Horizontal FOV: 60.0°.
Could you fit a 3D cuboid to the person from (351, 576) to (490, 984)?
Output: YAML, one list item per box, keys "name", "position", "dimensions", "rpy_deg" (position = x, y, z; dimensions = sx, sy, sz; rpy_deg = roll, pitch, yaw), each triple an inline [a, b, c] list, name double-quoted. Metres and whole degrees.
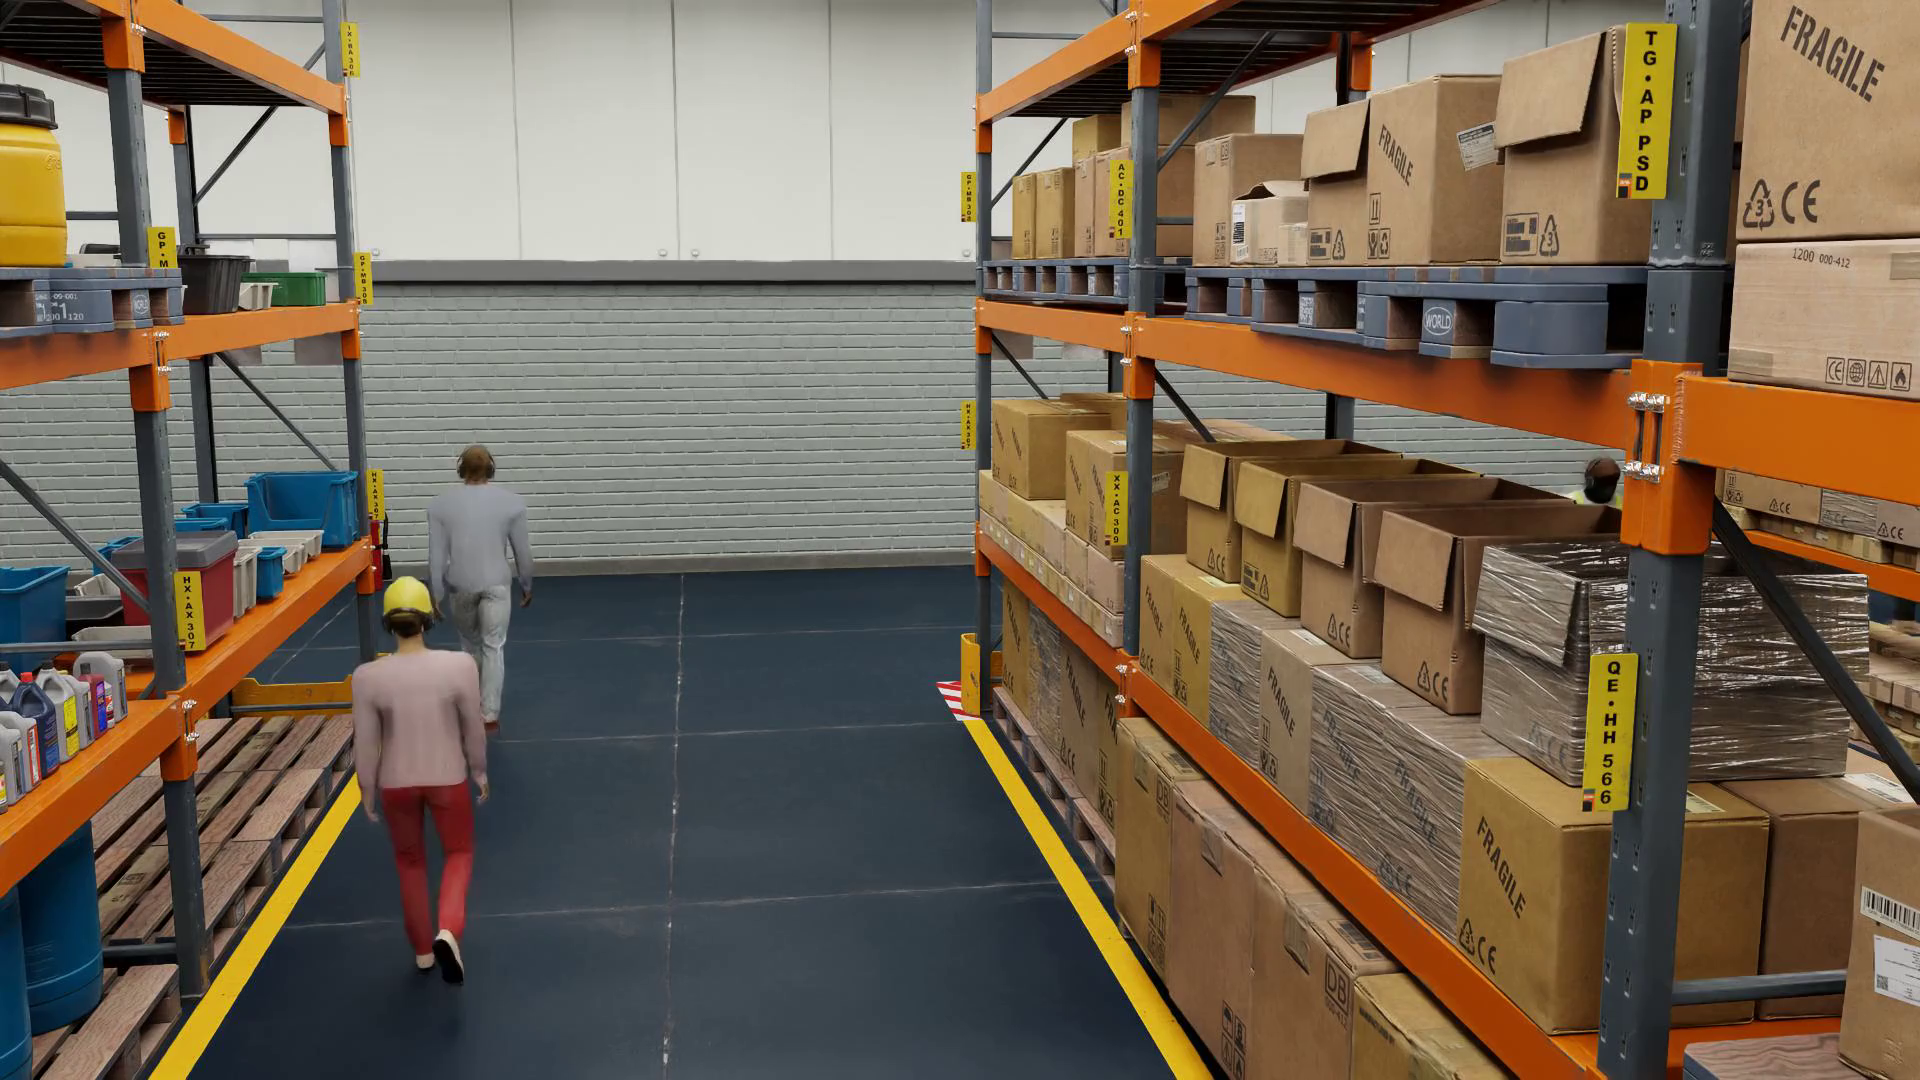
- name: "person"
  position: [-2.277, 1.028, 7.029]
  dimensions: [0.546, 1.748, 0.566]
  rpy_deg: [-2, 9, -13]

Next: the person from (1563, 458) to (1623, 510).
- name: "person"
  position: [4.299, 0.325, 11.304]
  dimensions: [0.636, 1.782, 0.983]
  rpy_deg: [-1, 9, -5]

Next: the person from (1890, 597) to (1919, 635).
- name: "person"
  position: [8.255, -0.200, 13.728]
  dimensions: [1.007, 2.000, 0.692]
  rpy_deg: [0, 9, -2]

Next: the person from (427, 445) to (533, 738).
- name: "person"
  position: [-3.173, 0.312, 11.067]
  dimensions: [0.651, 1.878, 1.032]
  rpy_deg: [-2, 9, -11]
